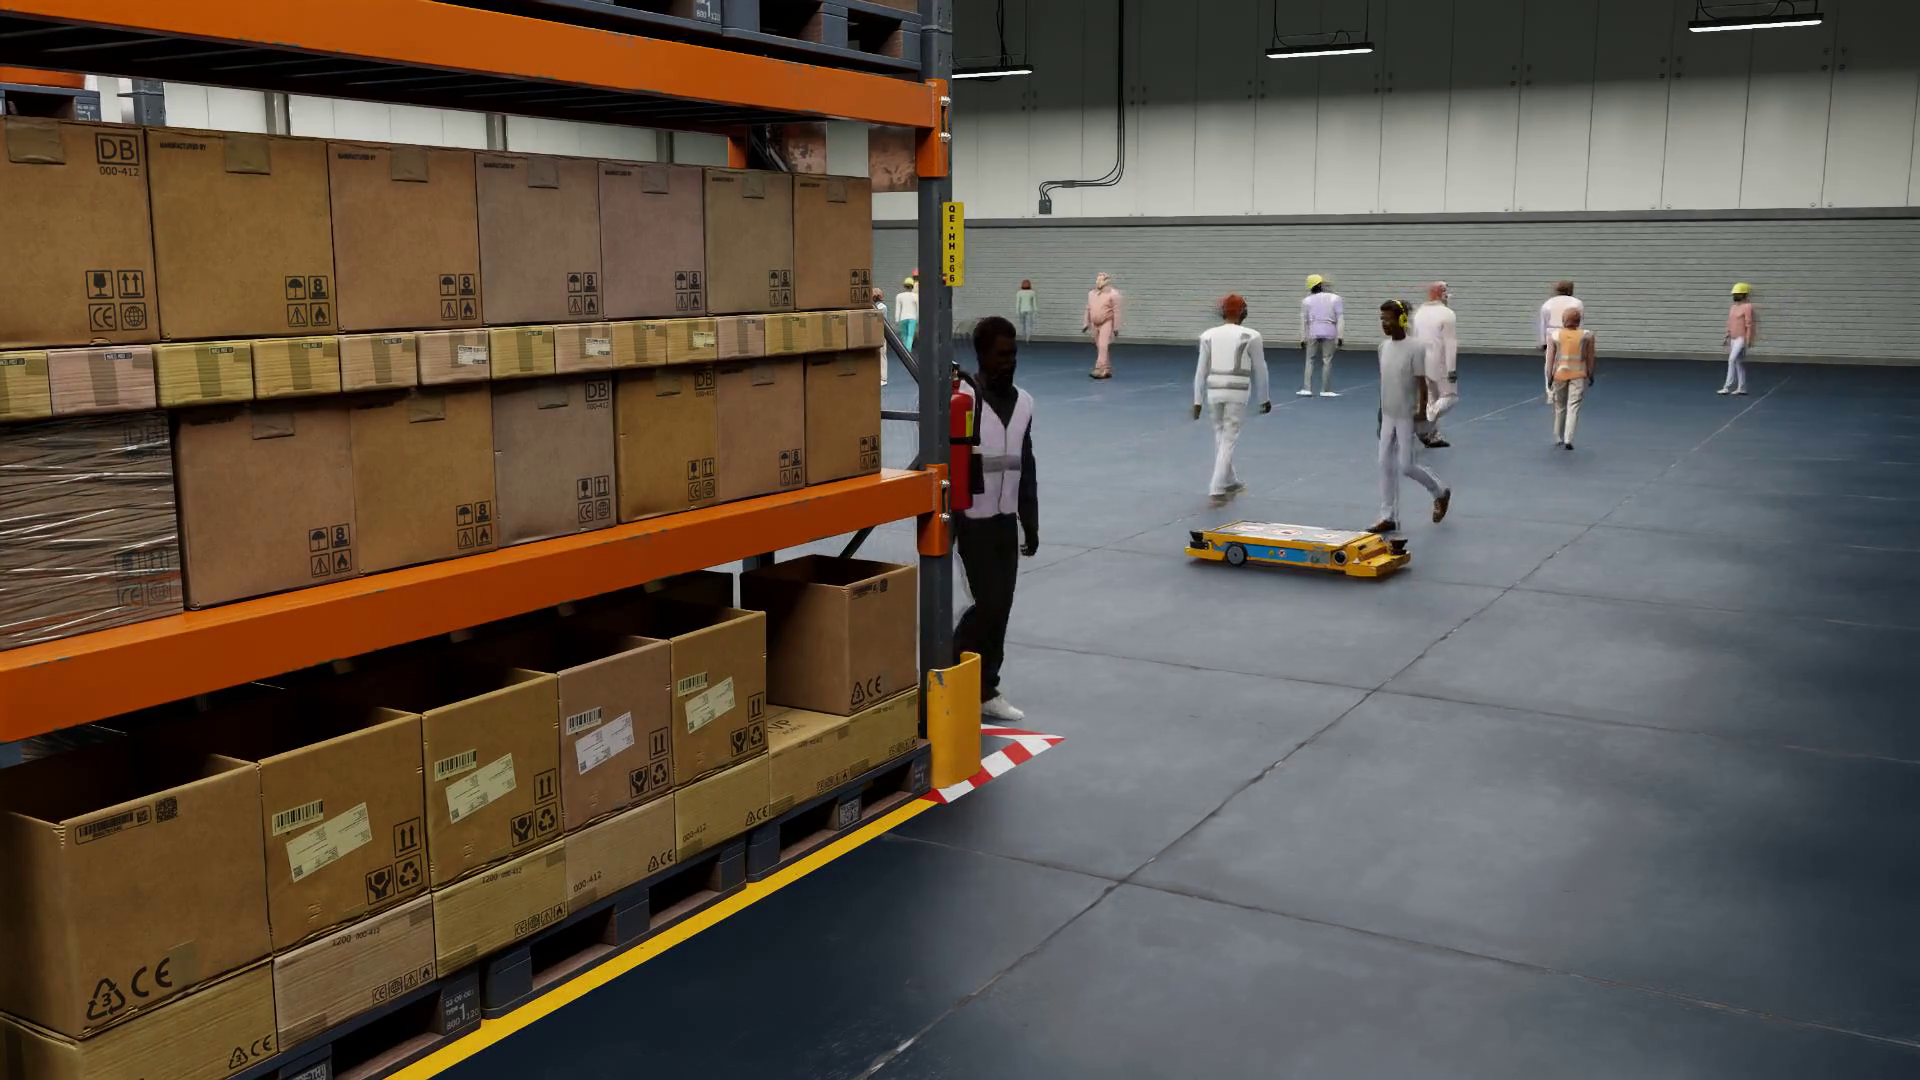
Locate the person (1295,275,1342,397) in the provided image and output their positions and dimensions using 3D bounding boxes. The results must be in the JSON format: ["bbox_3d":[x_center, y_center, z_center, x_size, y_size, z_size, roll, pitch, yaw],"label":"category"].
[{"bbox_3d":[5.556,-3.146,25.727,0.695,1.886,0.378,2,10,13],"label":"person"}]

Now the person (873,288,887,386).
[{"bbox_3d":[-1.389,-3.409,27.973,0.310,1.639,0.513,-6,11,-31],"label":"person"}]

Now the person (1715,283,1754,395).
[{"bbox_3d":[12.076,-3.134,26.026,0.710,1.741,0.548,-1,10,-5],"label":"person"}]

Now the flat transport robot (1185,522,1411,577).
[{"bbox_3d":[2.379,0.045,11.751,1.431,0.197,0.652,7,12,34],"label":"flat transport robot"}]

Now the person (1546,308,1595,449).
[{"bbox_3d":[6.952,-1.847,18.965,0.514,1.595,0.869,5,11,26],"label":"person"}]

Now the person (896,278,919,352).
[{"bbox_3d":[-1.087,-4.641,34.935,0.535,1.736,0.849,2,10,13],"label":"person"}]

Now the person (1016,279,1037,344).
[{"bbox_3d":[1.651,-5.663,41.277,0.511,1.601,0.801,0,10,-1],"label":"person"}]

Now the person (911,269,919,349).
[{"bbox_3d":[-0.981,-5.377,38.818,0.552,1.884,1.022,-3,10,-15],"label":"person"}]

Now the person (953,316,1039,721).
[{"bbox_3d":[0.142,-0.086,7.749,0.457,1.898,0.611,9,13,42],"label":"person"}]

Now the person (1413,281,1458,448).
[{"bbox_3d":[5.355,-1.967,18.774,0.535,1.893,0.669,-4,10,-22],"label":"person"}]

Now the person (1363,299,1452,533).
[{"bbox_3d":[3.540,-0.972,13.126,0.731,1.839,0.553,-5,11,-27],"label":"person"}]

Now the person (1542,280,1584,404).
[{"bbox_3d":[8.973,-2.928,24.649,0.660,1.807,0.872,8,13,40],"label":"person"}]

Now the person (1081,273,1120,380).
[{"bbox_3d":[2.451,-3.770,29.397,0.639,1.867,0.962,9,13,42],"label":"person"}]

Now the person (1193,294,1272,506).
[{"bbox_3d":[2.430,-1.244,14.716,0.578,1.834,0.964,8,12,38],"label":"person"}]
